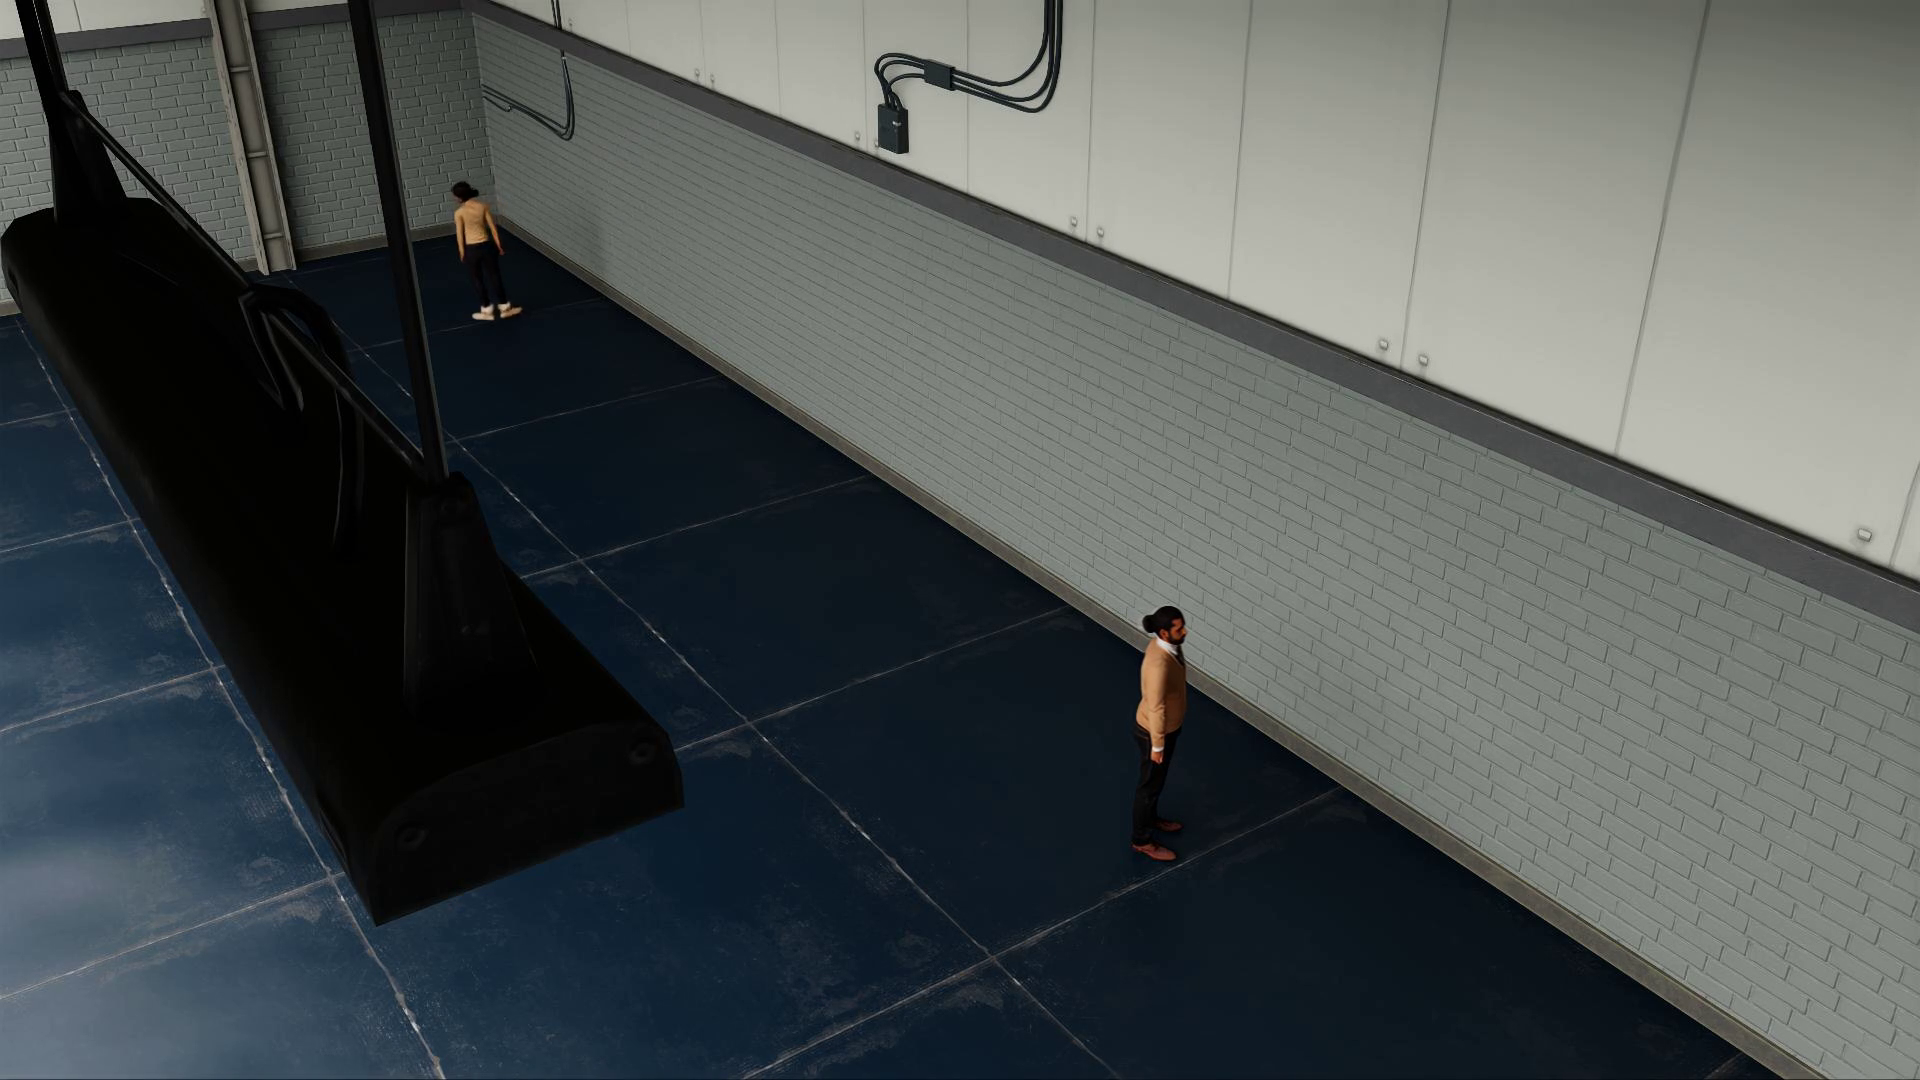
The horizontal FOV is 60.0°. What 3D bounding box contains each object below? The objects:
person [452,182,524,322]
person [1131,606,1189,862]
[{"bbox_3d":[-5.443,-3.311,19.015,0.481,1.634,0.839,-11,30,-20],"label":"person"},{"bbox_3d":[1.255,1.178,10.460,0.810,1.754,0.734,7,29,12],"label":"person"}]
